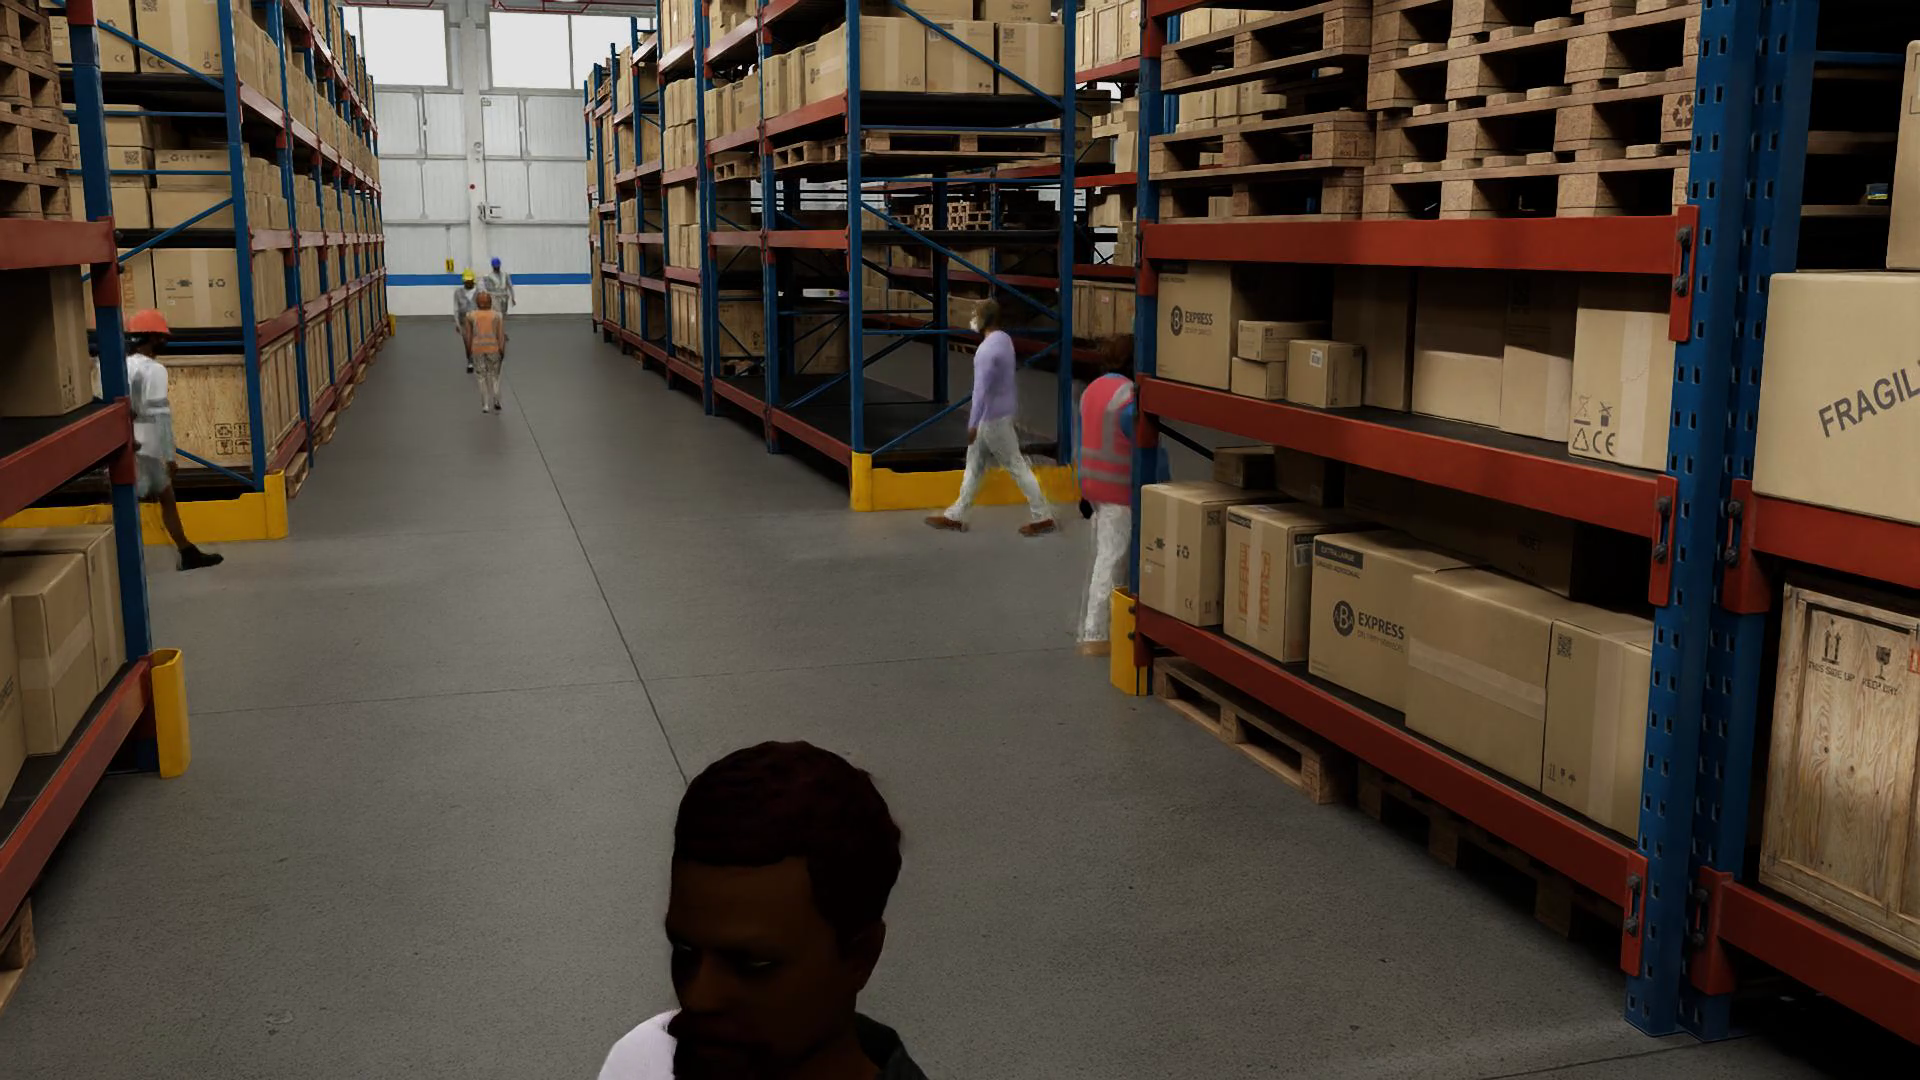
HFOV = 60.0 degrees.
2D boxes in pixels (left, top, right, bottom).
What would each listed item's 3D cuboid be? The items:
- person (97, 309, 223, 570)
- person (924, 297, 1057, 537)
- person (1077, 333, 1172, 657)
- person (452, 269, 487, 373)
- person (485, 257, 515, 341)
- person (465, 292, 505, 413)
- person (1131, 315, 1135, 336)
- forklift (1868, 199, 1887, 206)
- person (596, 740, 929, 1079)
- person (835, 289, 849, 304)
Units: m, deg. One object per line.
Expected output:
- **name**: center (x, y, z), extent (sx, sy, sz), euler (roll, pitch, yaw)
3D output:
- **person**: center (-5.647, -0.632, 11.371), extent (0.564, 1.873, 1.083), euler (8, 13, 39)
- **person**: center (0.273, -0.952, 13.044), extent (1.082, 1.883, 0.644), euler (2, 11, 11)
- **person**: center (0.990, -0.247, 9.347), extent (0.735, 1.812, 0.617), euler (-4, 11, -19)
- **person**: center (-8.409, -3.748, 28.604), extent (0.601, 1.799, 0.521), euler (-2, 11, -10)
- **person**: center (-10.463, -5.463, 37.730), extent (0.621, 1.902, 0.936), euler (-8, 13, -38)
- **person**: center (-6.424, -2.543, 22.514), extent (0.517, 1.607, 0.748), euler (-3, 11, -16)
- **person**: center (2.510, -2.451, 21.976), extent (0.525, 1.613, 0.362), euler (8, 13, 37)
- **forklift**: center (11.338, -2.915, 21.052), extent (1.129, 2.768, 1.873), euler (-3, 11, -17)
- **person**: center (-0.145, 1.114, 1.597), extent (0.596, 1.919, 0.386), euler (9, 14, 40)
- **person**: center (-2.539, -5.228, 36.377), extent (0.385, 1.926, 0.598), euler (3, 11, 15)
